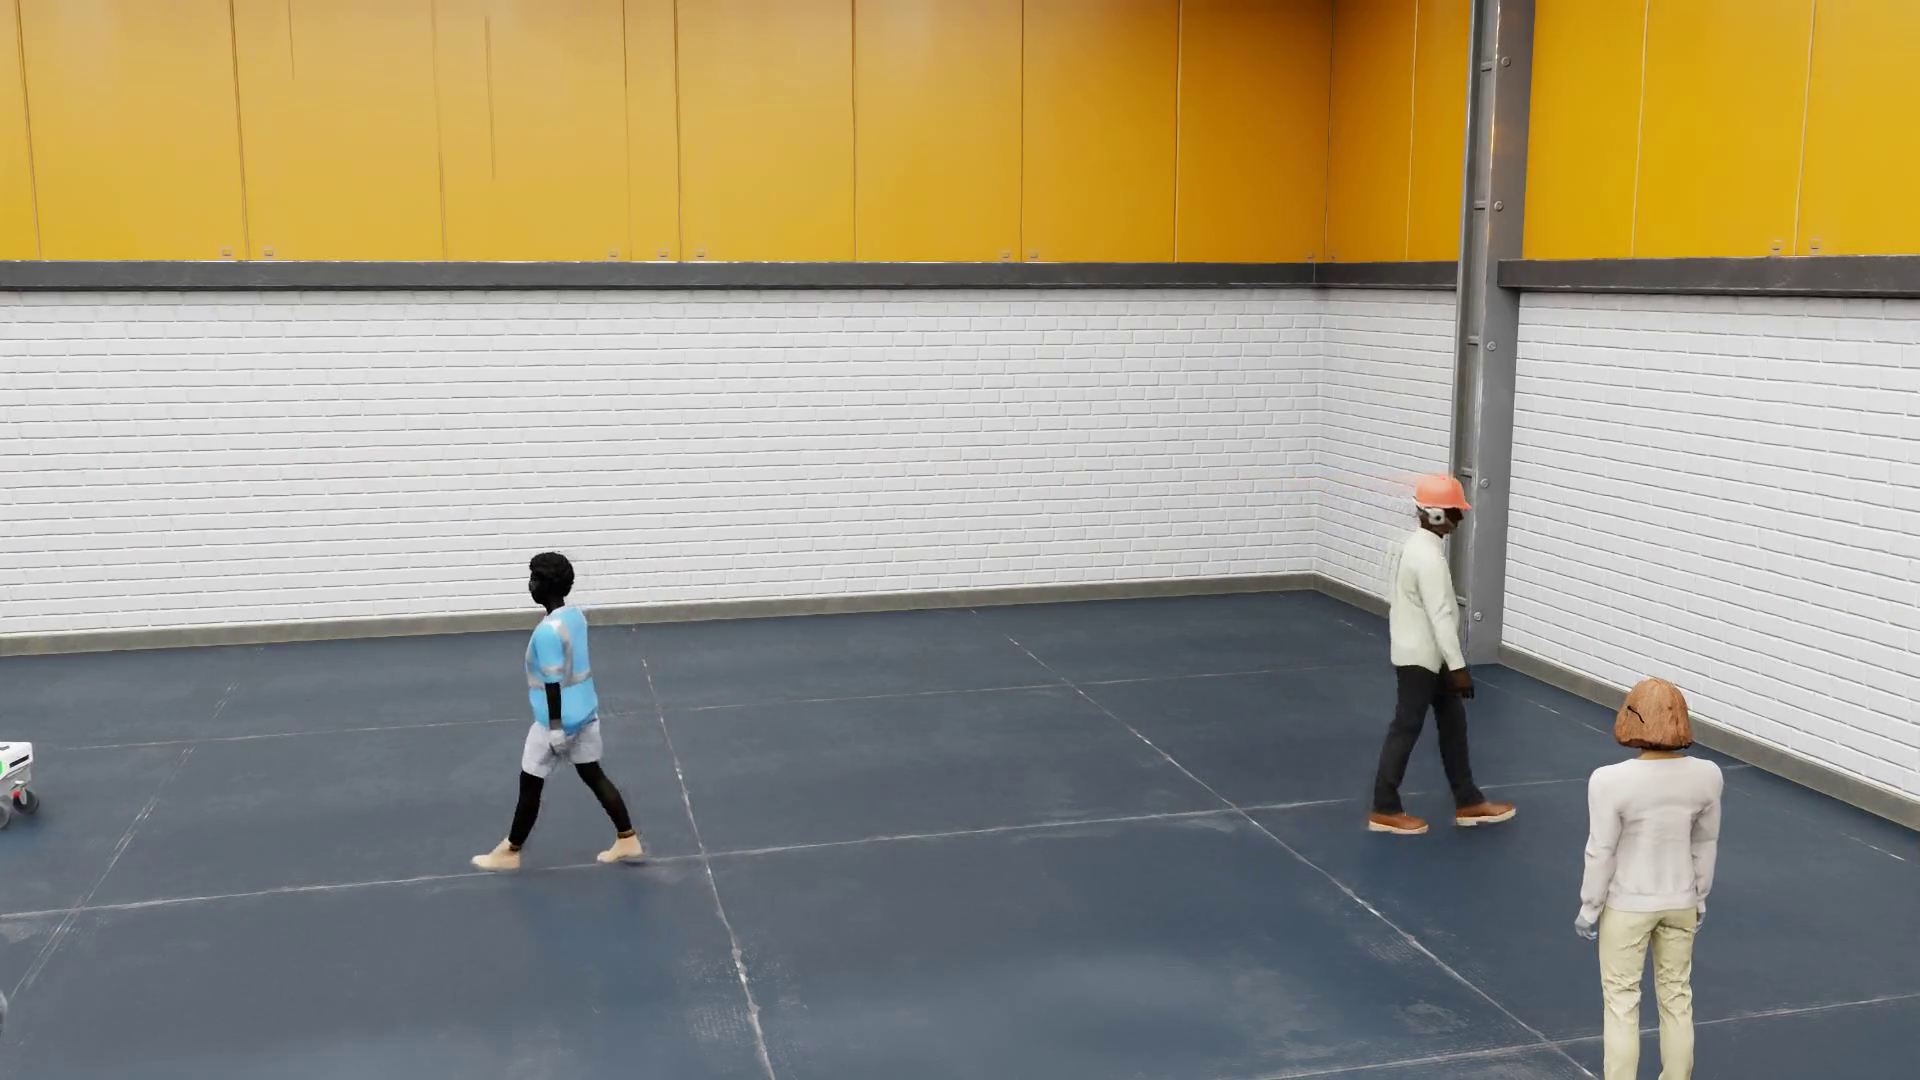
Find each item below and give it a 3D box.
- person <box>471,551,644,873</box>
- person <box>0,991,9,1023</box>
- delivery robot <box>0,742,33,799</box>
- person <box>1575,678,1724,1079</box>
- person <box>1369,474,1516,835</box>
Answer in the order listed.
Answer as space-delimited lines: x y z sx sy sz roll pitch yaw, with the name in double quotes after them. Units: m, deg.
-2.025 0.872 8.399 0.849 1.649 0.539 1 9 8 "person"
-3.080 1.365 4.804 0.518 1.818 0.986 -3 10 -19 "person"
-5.528 1.245 9.179 0.707 0.478 0.477 0 9 2 "delivery robot"
2.408 1.289 5.845 0.499 1.633 0.286 -2 9 -11 "person"
2.635 0.636 8.890 0.874 1.964 0.628 2 9 15 "person"
